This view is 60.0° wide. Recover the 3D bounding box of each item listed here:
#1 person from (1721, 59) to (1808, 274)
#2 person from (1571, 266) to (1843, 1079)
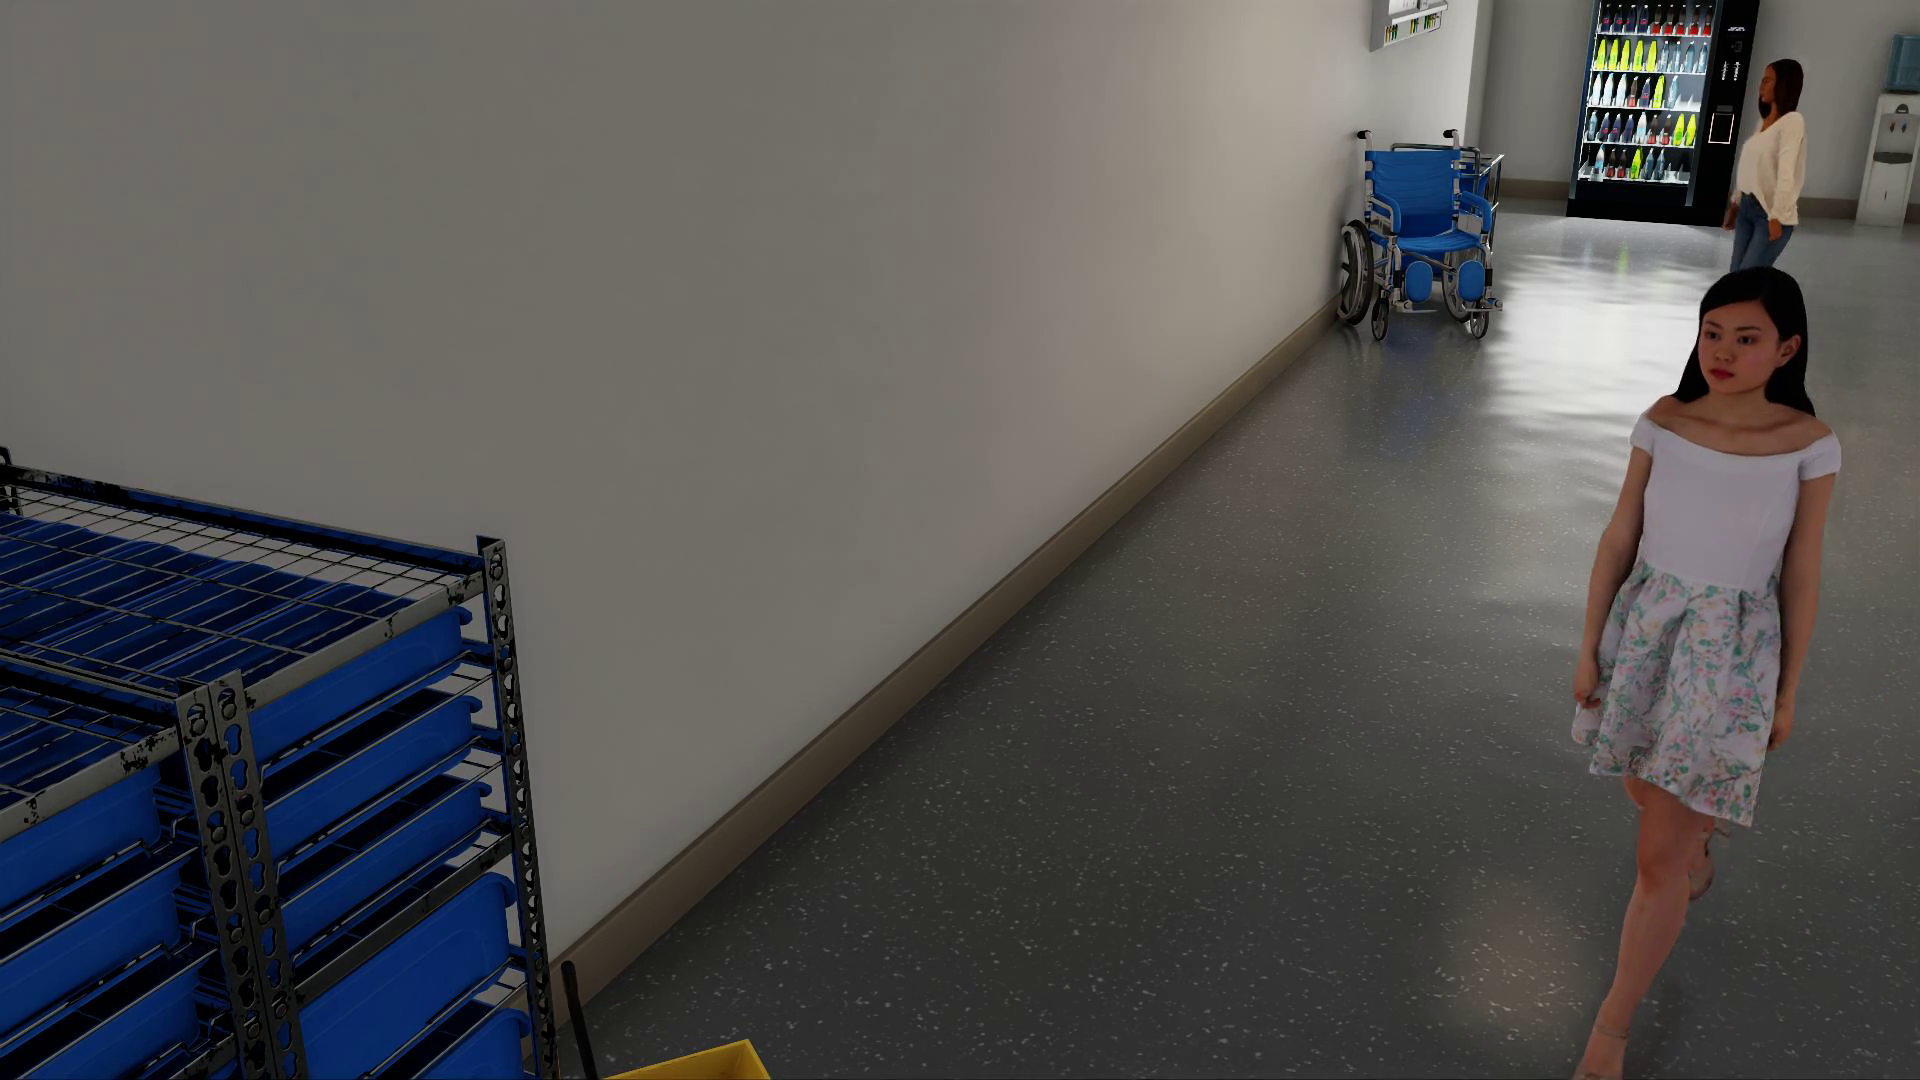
[{"bbox_3d":[4.438,-1.747,9.050,0.800,1.674,0.777,1,21,2],"label":"person"},{"bbox_3d":[1.579,0.293,3.570,1.145,1.741,0.842,16,26,36],"label":"person"}]
